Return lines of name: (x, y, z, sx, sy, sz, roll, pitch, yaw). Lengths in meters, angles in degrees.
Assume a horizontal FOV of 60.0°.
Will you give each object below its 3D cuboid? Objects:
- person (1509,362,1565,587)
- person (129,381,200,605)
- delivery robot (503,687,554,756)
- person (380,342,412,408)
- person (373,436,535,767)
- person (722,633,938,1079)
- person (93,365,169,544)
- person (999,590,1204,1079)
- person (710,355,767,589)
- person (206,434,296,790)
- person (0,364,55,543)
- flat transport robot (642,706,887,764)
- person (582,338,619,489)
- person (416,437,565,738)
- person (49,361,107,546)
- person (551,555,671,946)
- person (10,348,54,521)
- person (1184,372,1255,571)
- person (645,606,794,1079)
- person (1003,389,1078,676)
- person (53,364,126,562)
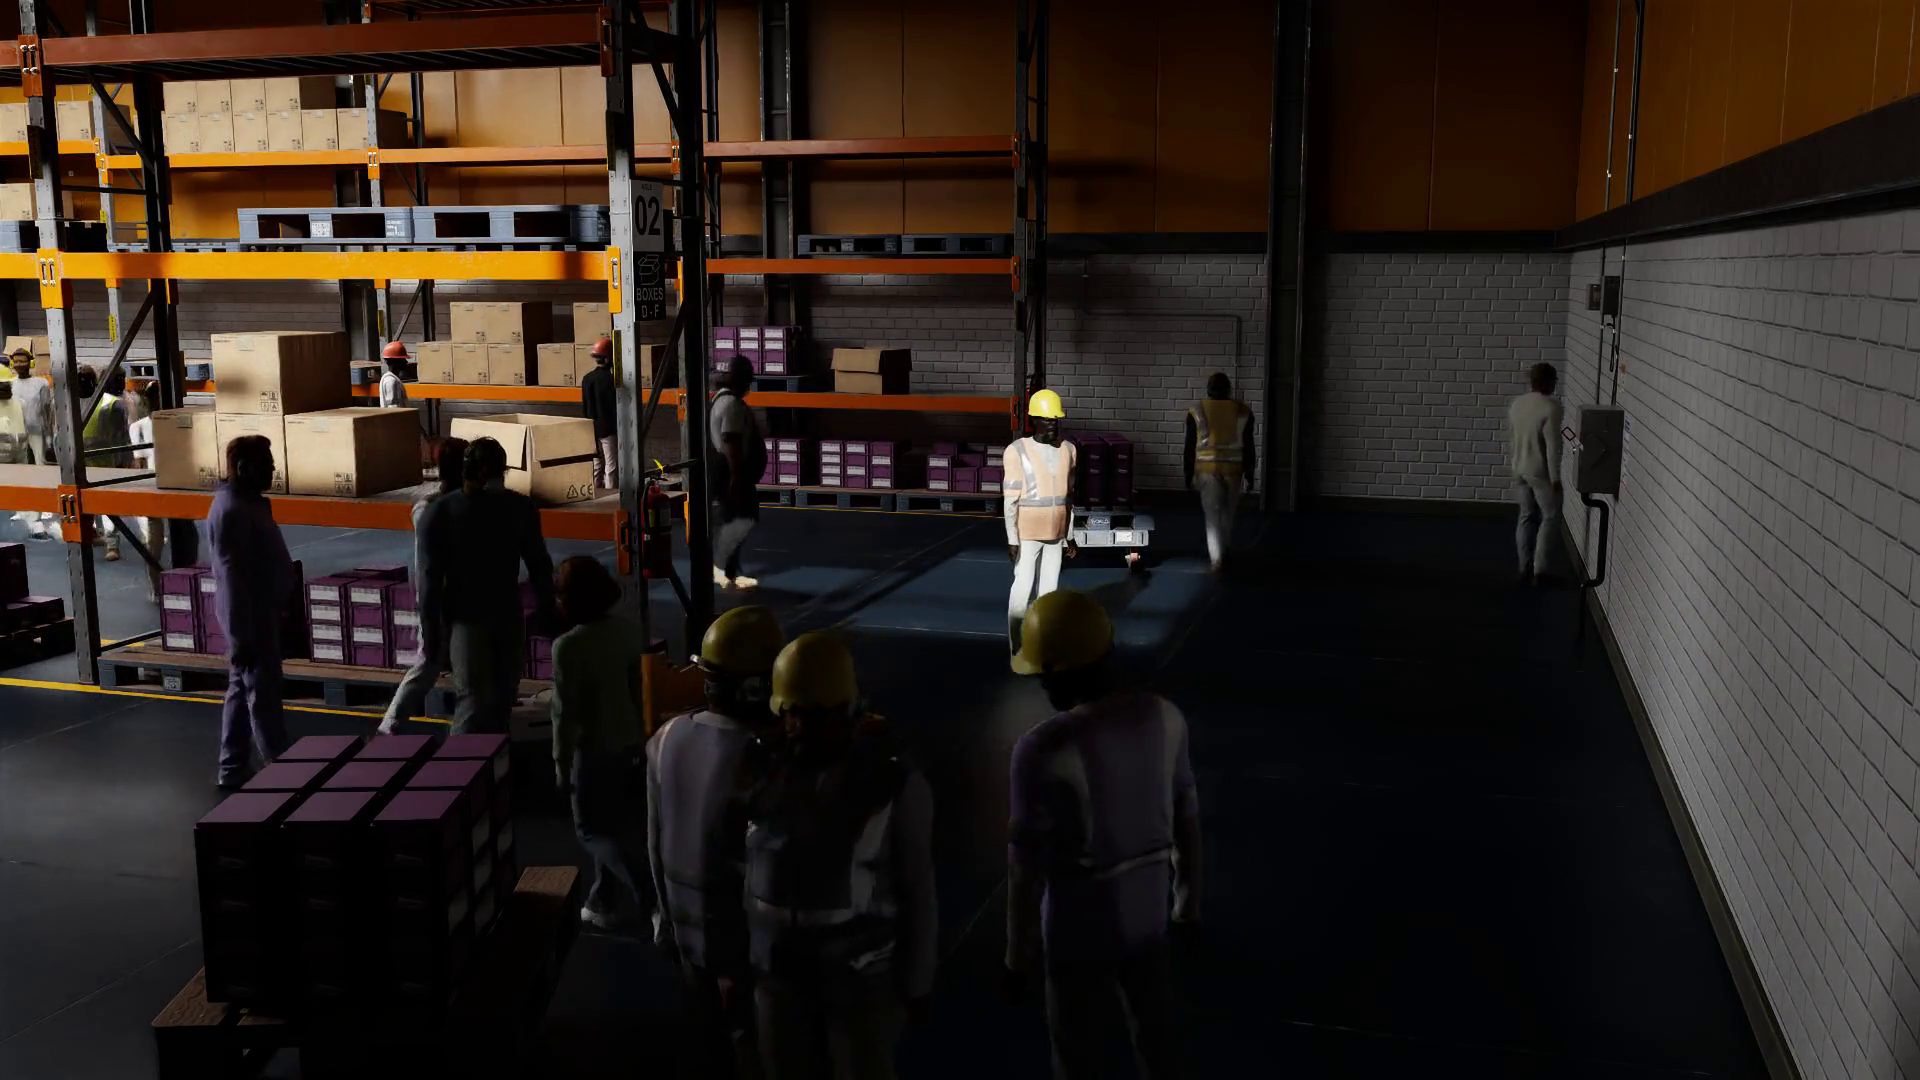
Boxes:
person: (4.986, -0.569, 14.363, 0.442, 1.929, 0.667, -3, 10, -19)
person: (-6.315, -0.354, 13.303, 0.706, 1.841, 0.535, 4, 10, 23)
delivery robot: (-2.118, 0.961, 8.941, 0.707, 0.478, 0.477, -3, 10, -19)
person: (-6.110, -1.186, 18.106, 0.361, 1.938, 0.545, -4, 10, -22)
person: (-2.847, 0.344, 9.124, 0.934, 1.844, 0.607, 3, 10, 19)
person: (-0.345, 1.115, 4.466, 0.585, 1.813, 0.521, 3, 10, 17)
person: (-8.335, -0.834, 16.433, 0.901, 1.802, 0.634, 4, 10, 21)
person: (0.439, 1.057, 4.621, 0.736, 1.887, 0.370, -6, 11, -33)
person: (-1.922, -0.588, 14.150, 0.564, 2.000, 0.758, -4, 10, -21)
person: (-3.638, 0.395, 8.631, 0.488, 1.904, 0.679, -3, 10, -20)
person: (-9.540, -0.860, 16.583, 0.902, 1.791, 0.606, 4, 10, 26)
flat transport robot: (-1.157, 1.058, 9.495, 0.652, 0.197, 1.431, 9, 13, 43)
person: (-3.739, -1.129, 17.612, 0.640, 1.991, 0.392, 7, 12, 38)
person: (-2.424, 0.427, 8.426, 0.654, 1.914, 0.659, -9, 13, -43)
person: (-8.576, -0.816, 16.173, 0.449, 1.833, 0.532, -5, 10, -27)
person: (-1.392, 0.852, 6.684, 0.646, 1.611, 0.520, 5, 10, 27)
person: (-10.111, -1.144, 18.043, 0.513, 1.876, 0.328, -2, 9, -10)
person: (2.373, -0.625, 15.164, 0.629, 1.798, 0.938, 0, 9, -1)
person: (-0.595, 1.085, 4.591, 0.597, 1.828, 0.403, 8, 12, 41)
person: (0.559, -0.058, 11.259, 0.589, 1.928, 0.384, -6, 11, -33)
person: (-8.108, -0.711, 15.502, 0.621, 1.845, 0.429, -2, 9, -10)
